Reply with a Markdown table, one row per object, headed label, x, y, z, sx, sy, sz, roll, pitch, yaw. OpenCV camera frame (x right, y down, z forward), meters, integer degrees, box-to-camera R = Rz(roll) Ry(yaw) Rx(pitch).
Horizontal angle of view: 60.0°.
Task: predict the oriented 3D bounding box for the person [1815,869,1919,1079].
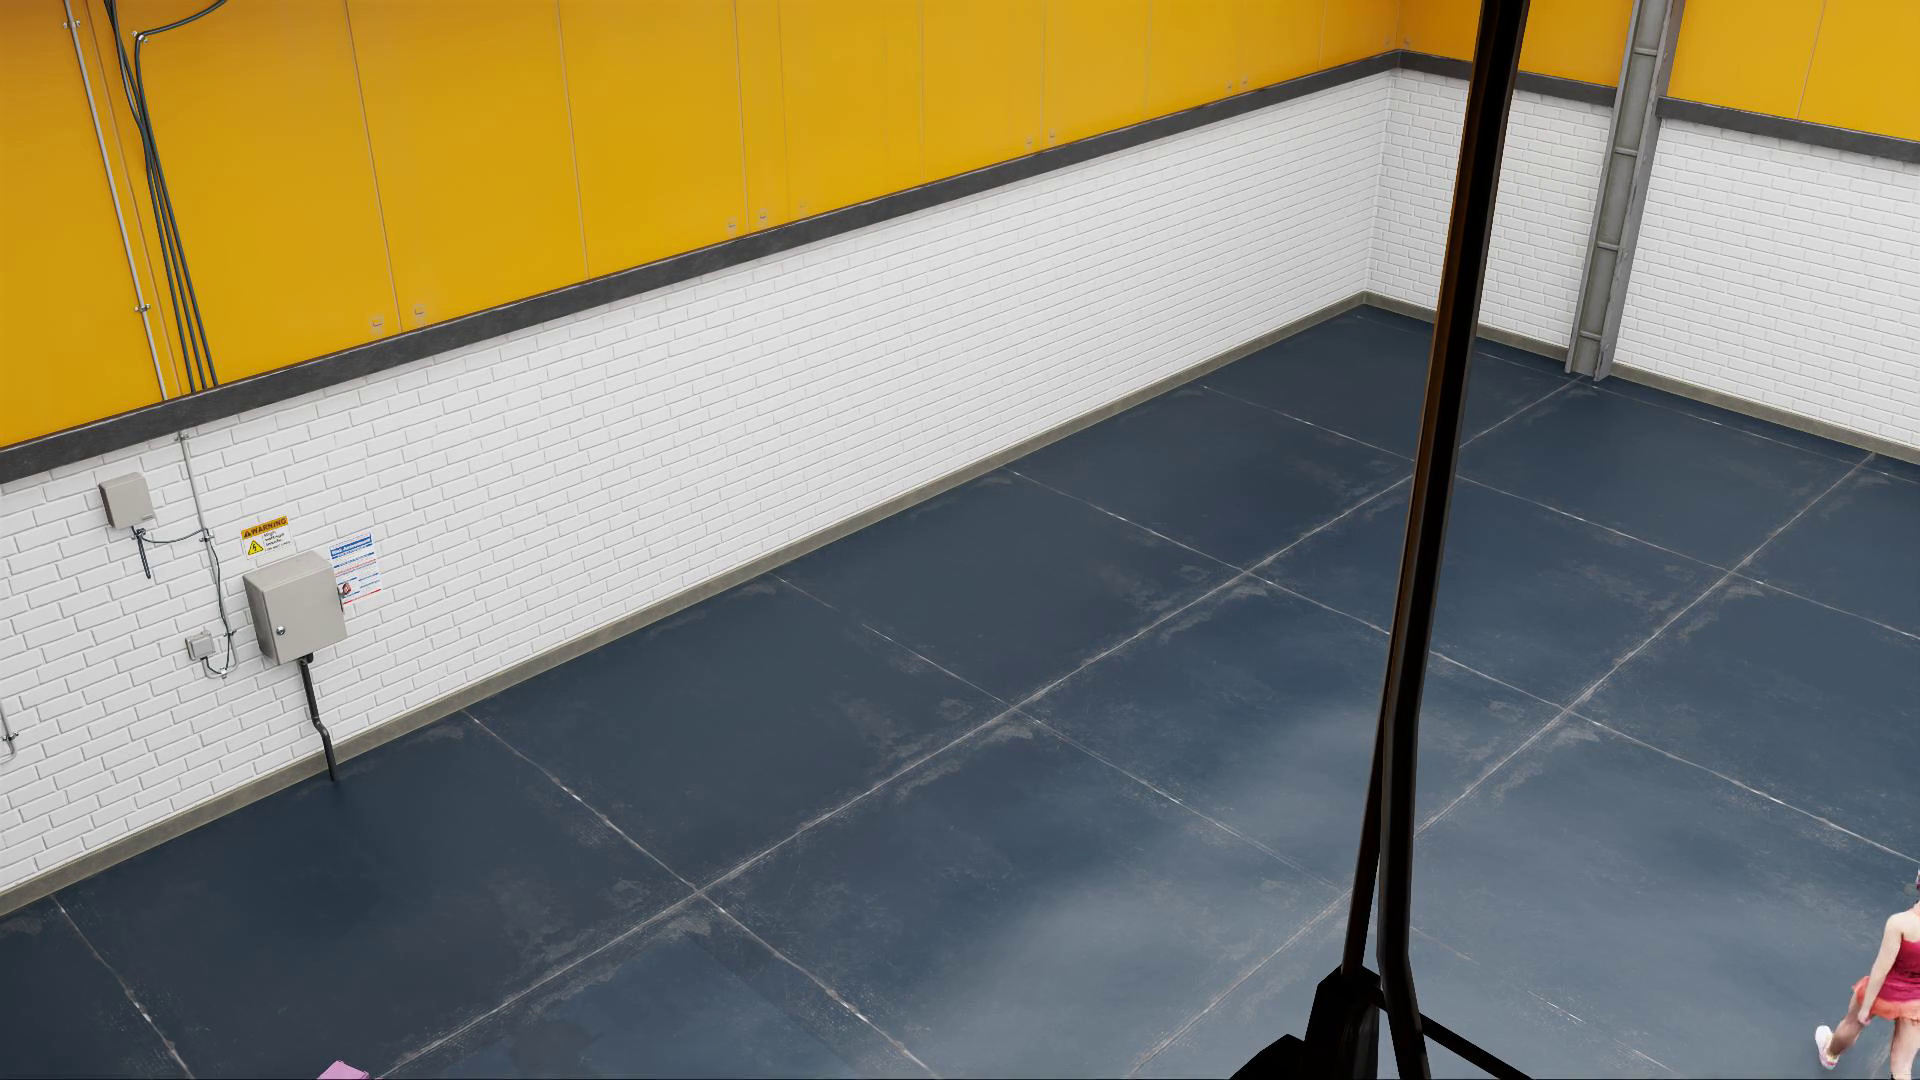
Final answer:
| label | x | y | z | sx | sy | sz | roll | pitch | yaw |
| --- | --- | --- | --- | --- | --- | --- | --- | --- | --- |
| person | 4.954 | 2.480 | 8.729 | 1.130 | 1.701 | 1.087 | 4 | 29 | 7 |
